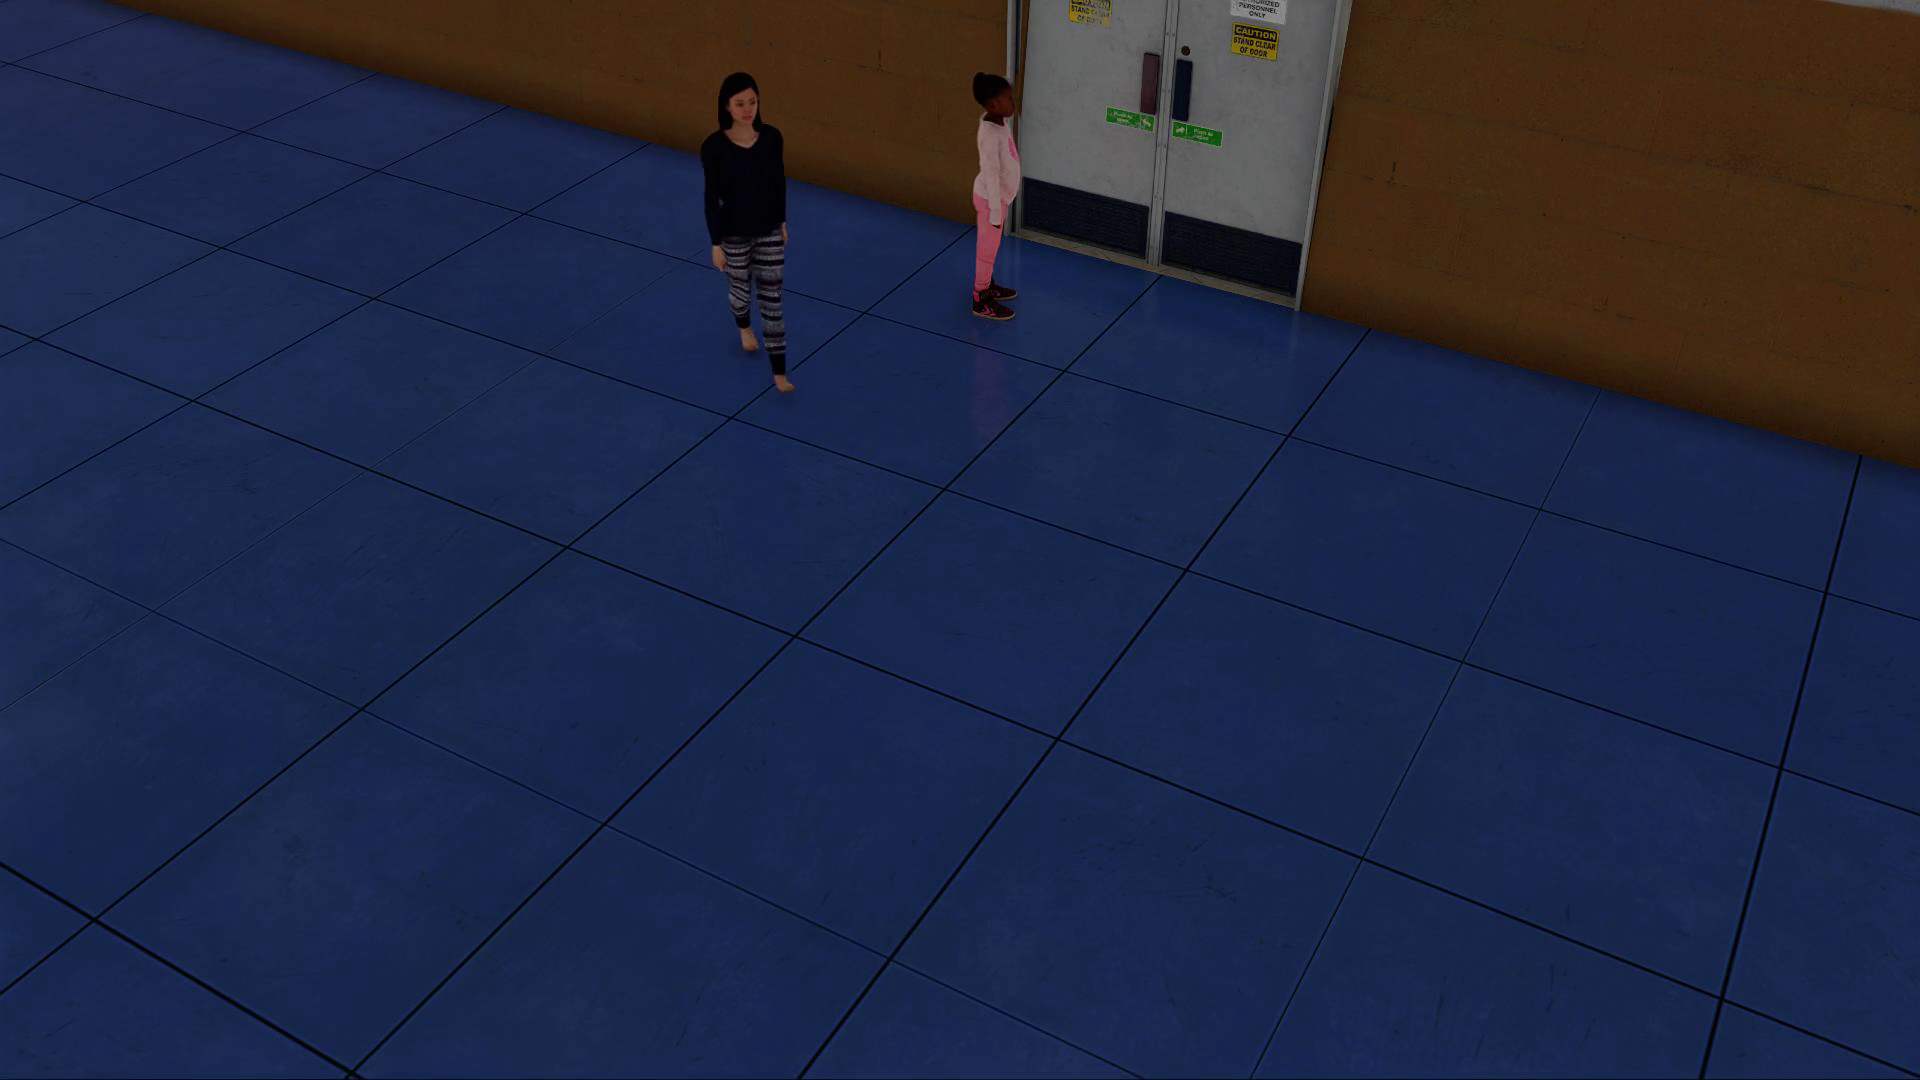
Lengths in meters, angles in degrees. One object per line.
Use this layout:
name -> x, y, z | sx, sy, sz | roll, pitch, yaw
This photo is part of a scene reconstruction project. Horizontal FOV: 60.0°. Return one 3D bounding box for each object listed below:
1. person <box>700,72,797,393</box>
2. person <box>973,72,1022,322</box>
person -> -1.163, -1.684, 8.934 | 1.090, 1.683, 1.092 | -13, 39, -17
person -> 0.186, -1.983, 9.535 | 0.679, 1.439, 0.555 | 3, 37, 4
